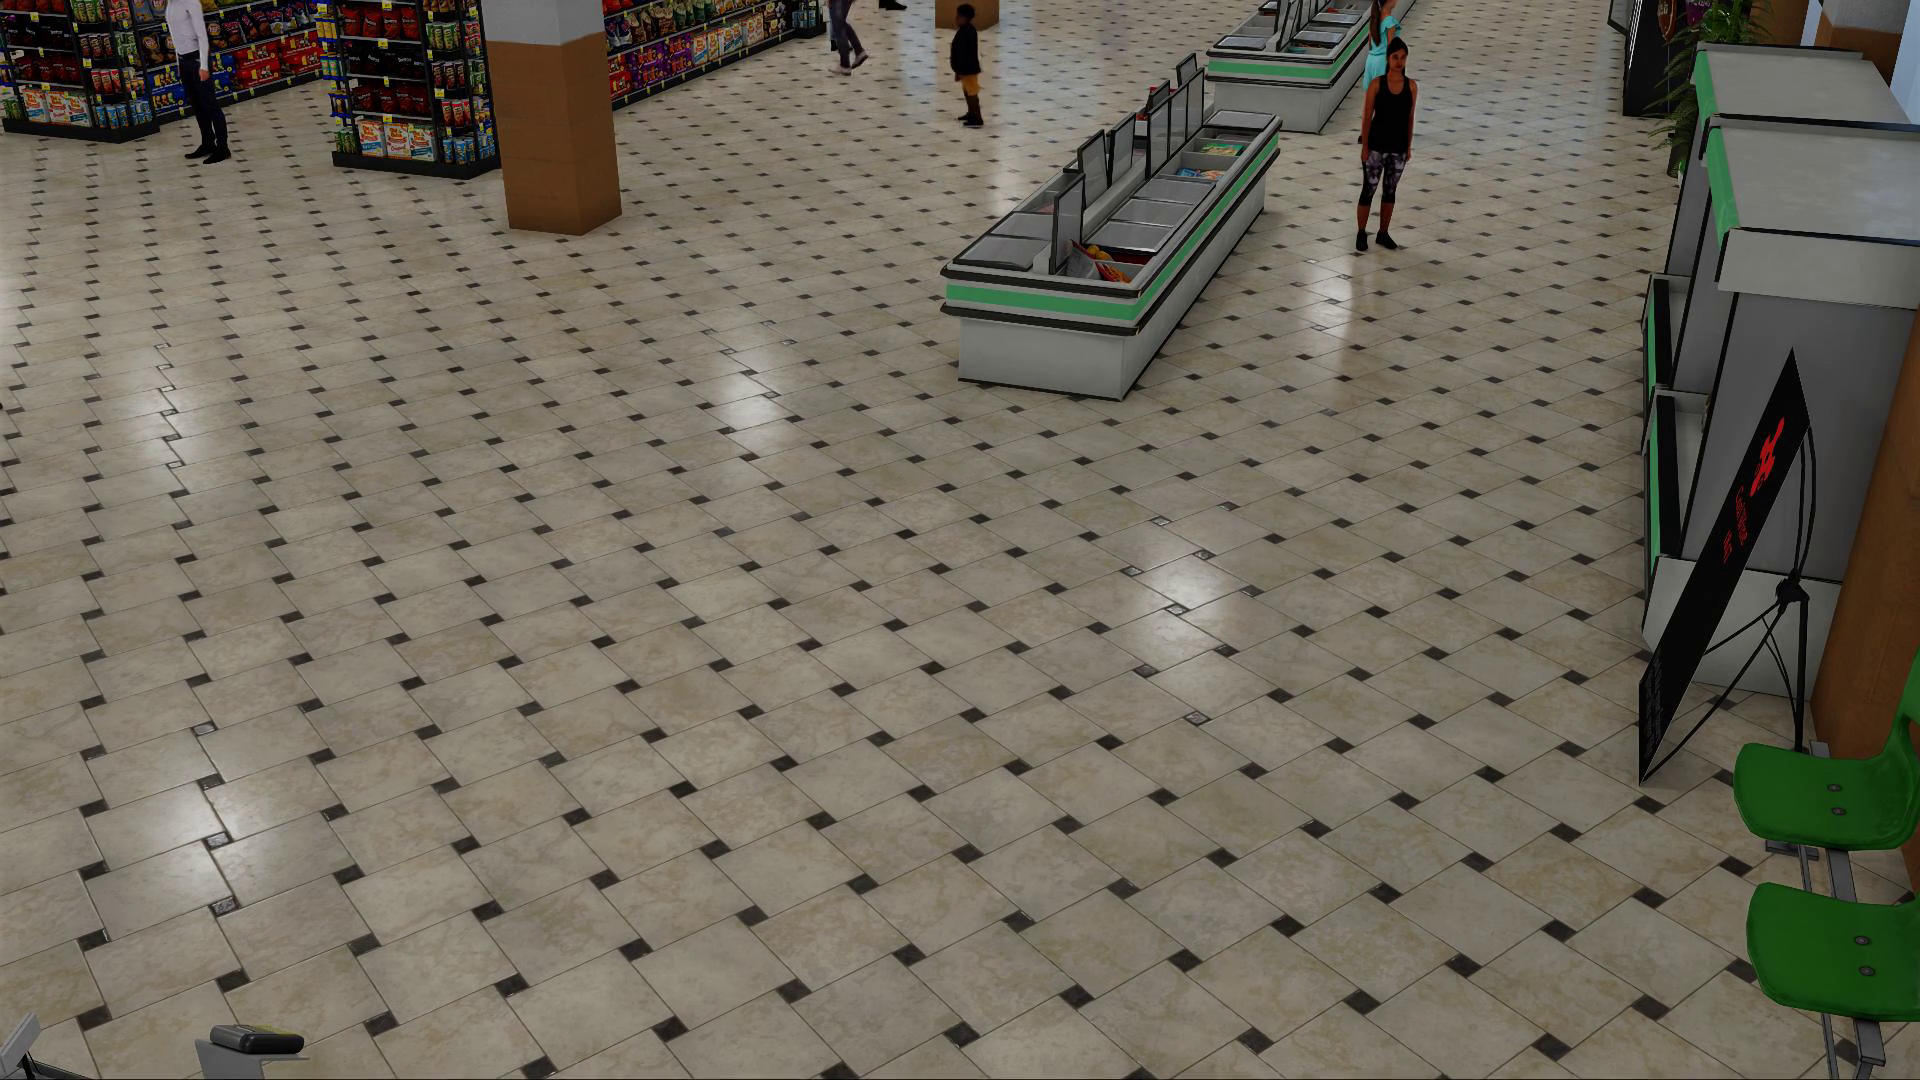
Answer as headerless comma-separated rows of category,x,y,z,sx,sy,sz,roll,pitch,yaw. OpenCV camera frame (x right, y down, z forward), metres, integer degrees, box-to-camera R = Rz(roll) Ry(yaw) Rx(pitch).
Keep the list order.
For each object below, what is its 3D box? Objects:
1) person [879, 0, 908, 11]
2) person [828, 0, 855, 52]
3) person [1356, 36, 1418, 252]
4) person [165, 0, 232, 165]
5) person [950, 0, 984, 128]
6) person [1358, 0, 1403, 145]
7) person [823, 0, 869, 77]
person,-1.025,-8.554,23.677,0.805,1.897,0.752,-13,30,-24
person,-1.530,-6.763,20.923,0.529,1.193,0.539,20,33,35
person,3.407,-3.164,13.308,0.652,1.661,0.658,-4,27,-8
person,-7.290,-4.566,15.843,0.688,1.868,0.683,20,33,34
person,0.125,-4.892,17.172,0.622,1.248,0.517,12,29,23
person,4.149,-4.684,16.420,0.707,1.558,0.647,-12,29,-22
person,-1.303,-6.337,19.396,0.773,1.814,0.678,12,29,23
